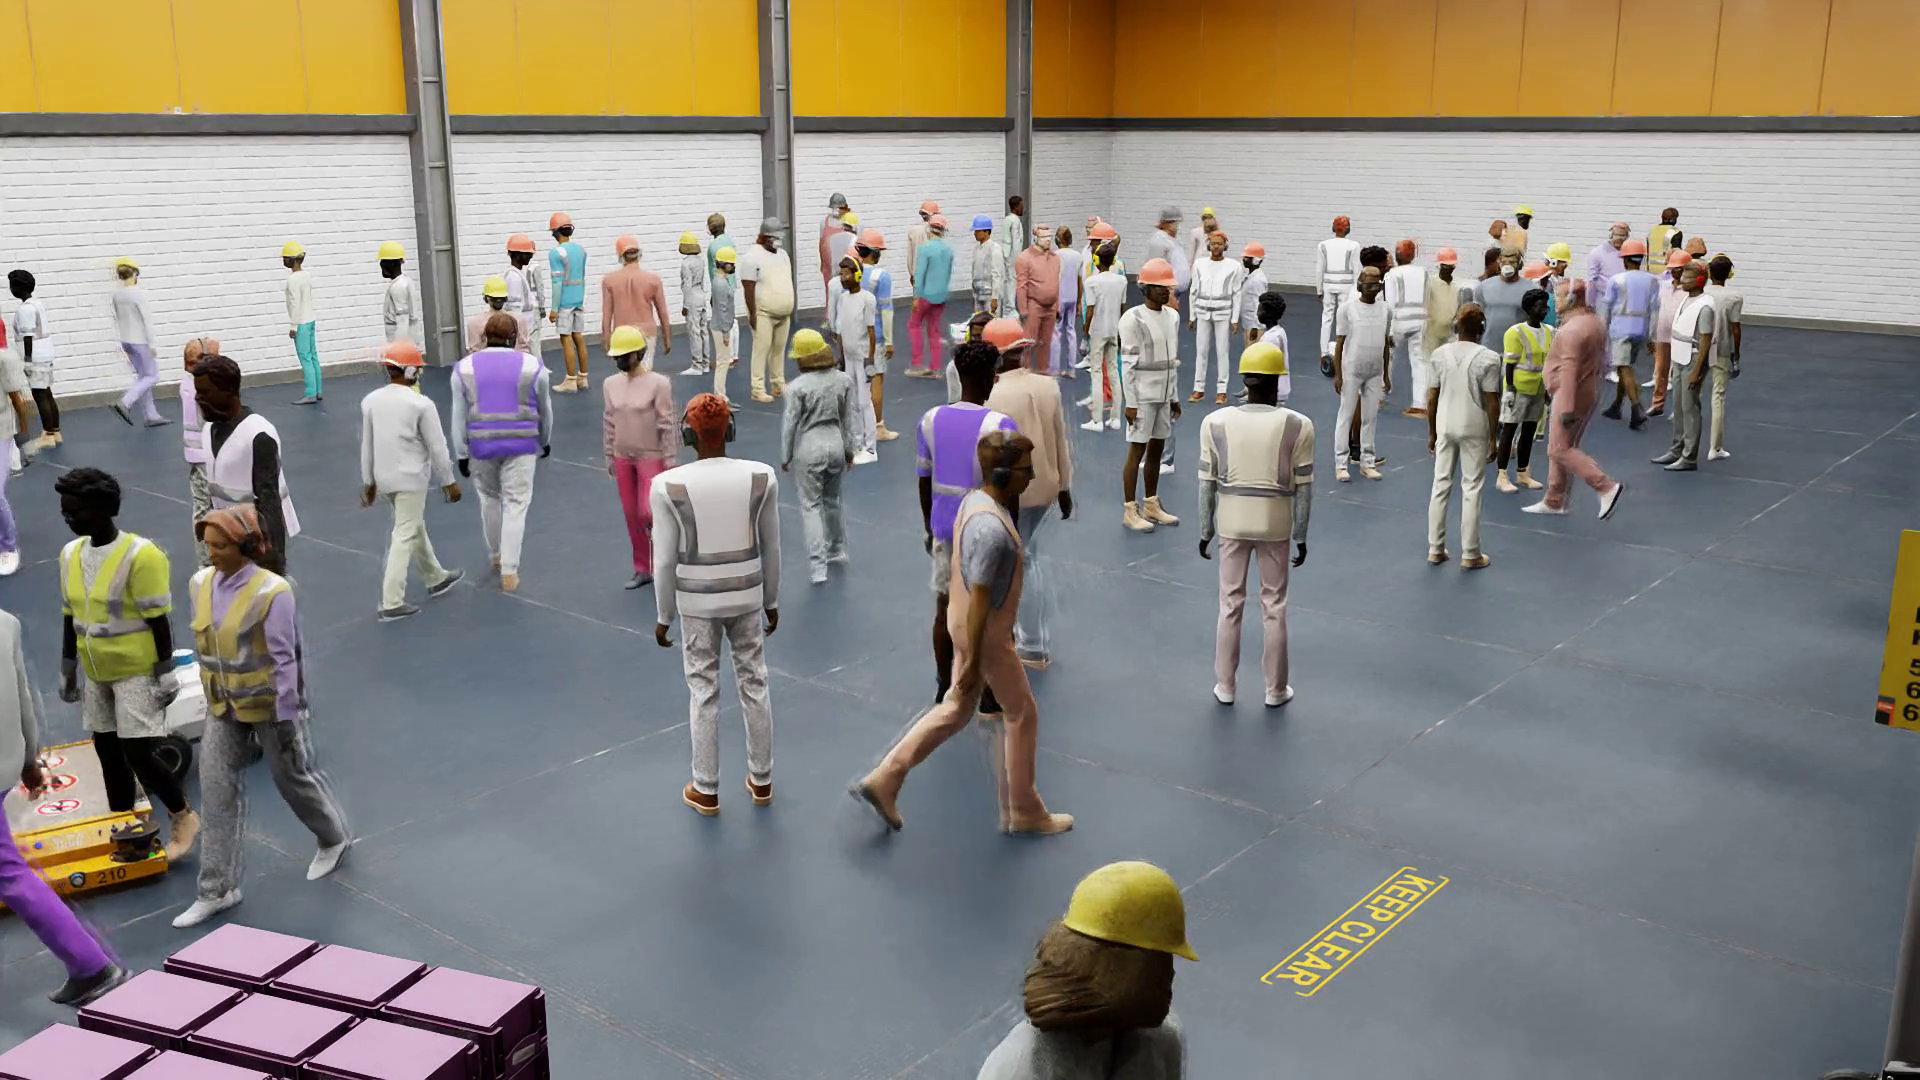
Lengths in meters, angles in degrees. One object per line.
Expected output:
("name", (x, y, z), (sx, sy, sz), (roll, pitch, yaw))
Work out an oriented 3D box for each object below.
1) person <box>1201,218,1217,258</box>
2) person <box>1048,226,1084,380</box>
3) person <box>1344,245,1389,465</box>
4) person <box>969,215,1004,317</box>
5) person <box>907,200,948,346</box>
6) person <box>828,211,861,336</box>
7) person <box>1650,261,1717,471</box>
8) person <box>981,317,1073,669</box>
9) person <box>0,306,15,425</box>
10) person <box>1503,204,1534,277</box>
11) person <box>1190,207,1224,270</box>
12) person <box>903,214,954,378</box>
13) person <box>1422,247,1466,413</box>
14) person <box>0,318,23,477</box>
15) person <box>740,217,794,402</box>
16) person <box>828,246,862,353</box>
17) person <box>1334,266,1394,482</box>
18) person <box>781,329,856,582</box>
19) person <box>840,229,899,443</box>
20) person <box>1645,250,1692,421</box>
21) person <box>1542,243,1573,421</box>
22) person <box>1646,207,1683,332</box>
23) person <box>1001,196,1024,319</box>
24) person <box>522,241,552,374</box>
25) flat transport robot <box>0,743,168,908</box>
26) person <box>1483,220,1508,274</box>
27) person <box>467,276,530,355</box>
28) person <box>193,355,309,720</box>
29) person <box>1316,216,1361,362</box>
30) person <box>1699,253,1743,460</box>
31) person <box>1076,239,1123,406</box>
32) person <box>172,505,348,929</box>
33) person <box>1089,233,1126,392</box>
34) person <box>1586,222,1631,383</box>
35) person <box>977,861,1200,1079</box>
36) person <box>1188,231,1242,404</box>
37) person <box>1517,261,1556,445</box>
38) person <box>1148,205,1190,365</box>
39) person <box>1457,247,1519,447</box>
("person", (3.877, -4.104, 25.453), (0.413, 1.610, 0.524), (0, 14, 1))
("person", (1.232, -2.828, 19.901), (0.516, 1.835, 0.355), (-8, 16, -30))
("person", (3.646, -1.667, 14.984), (0.372, 1.966, 0.603), (-1, 14, -4))
("person", (0.312, -2.980, 20.294), (0.414, 1.941, 0.606), (-8, 16, -29))
("person", (-0.433, -3.671, 22.942), (0.623, 1.990, 0.390), (9, 16, 31))
("person", (-1.599, -3.723, 23.510), (0.607, 1.814, 0.598), (8, 16, 29))
("person", (6.450, -1.532, 14.695), (0.386, 1.843, 0.568), (1, 14, 3))
("person", (0.291, -0.264, 9.375), (0.637, 1.962, 0.655), (-12, 18, -39))
("person", (-9.583, -1.813, 16.256), (0.509, 1.632, 0.316), (-3, 14, -10))
("person", (7.942, -3.854, 23.886), (0.524, 1.891, 0.669), (2, 14, 6))
("person", (3.903, -4.384, 26.322), (0.542, 1.721, 0.885), (3, 14, 12))
("person", (-0.407, -2.928, 20.061), (0.546, 1.957, 0.687), (11, 18, 38))
("person", (5.117, -2.230, 17.665), (0.564, 1.751, 0.342), (-4, 15, -16))
("person", (-8.433, -1.406, 14.406), (0.573, 1.739, 0.355), (12, 18, 40))
("person", (-2.083, -2.565, 18.423), (0.535, 2.000, 0.695), (11, 18, 37))
("person", (-1.126, -2.266, 17.826), (0.566, 1.743, 0.335), (4, 15, 15))
("person", (3.449, -1.418, 14.239), (0.508, 1.844, 0.342), (-3, 14, -11))
("person", (-0.956, -0.583, 11.214), (0.568, 1.690, 0.620), (-10, 17, -35))
("person", (-0.868, -1.962, 16.018), (0.609, 2.040, 0.405), (11, 18, 37))
("person", (7.375, -2.111, 17.190), (0.330, 1.750, 0.572), (-9, 17, -32))
("person", (6.096, -2.155, 17.221), (0.403, 1.827, 0.586), (6, 15, 23))
("person", (10.266, -3.917, 24.260), (0.431, 1.836, 0.619), (-5, 15, -18))
("person", (0.823, -4.446, 26.186), (0.399, 1.920, 0.590), (-3, 14, -10))
("person", (-5.273, -2.839, 20.332), (0.525, 1.639, 0.307), (8, 16, 30))
("flat transport robot", (-3.878, 1.160, 7.129), (0.652, 0.197, 1.431), (-9, 17, -33))
("person", (7.918, -3.920, 24.663), (0.283, 1.633, 0.501), (13, 19, 43))
("person", (-3.948, -1.394, 14.321), (0.518, 1.757, 0.339), (-9, 16, -31))
("person", (-3.587, 0.005, 8.436), (0.596, 1.907, 0.396), (12, 18, 39))
("person", (4.815, -3.170, 21.164), (0.572, 1.883, 0.356), (8, 16, 29))
("person", (6.860, -1.668, 15.185), (0.521, 1.872, 0.328), (11, 18, 38))
("person", (1.526, -2.358, 17.847), (0.377, 1.915, 0.600), (-8, 16, -28))
("person", (-2.748, 0.644, 6.490), (0.524, 1.605, 0.771), (6, 15, 21))
("person", (1.679, -2.542, 18.730), (0.343, 1.846, 0.507), (-3, 14, -10))
("person", (7.690, -2.789, 19.609), (0.643, 1.901, 0.400), (-2, 14, -6))
("person", (0.235, 1.443, 3.101), (0.544, 1.701, 0.376), (-10, 17, -34))
("person", (2.782, -2.435, 18.222), (0.574, 1.885, 0.355), (6, 15, 23))
("person", (5.469, -1.779, 15.882), (0.336, 1.743, 0.561), (11, 18, 38))
("person", (2.617, -3.174, 20.856), (0.536, 2.000, 0.685), (6, 15, 22))
("person", (4.973, -1.772, 15.570), (0.613, 1.882, 0.867), (-8, 16, -30))
